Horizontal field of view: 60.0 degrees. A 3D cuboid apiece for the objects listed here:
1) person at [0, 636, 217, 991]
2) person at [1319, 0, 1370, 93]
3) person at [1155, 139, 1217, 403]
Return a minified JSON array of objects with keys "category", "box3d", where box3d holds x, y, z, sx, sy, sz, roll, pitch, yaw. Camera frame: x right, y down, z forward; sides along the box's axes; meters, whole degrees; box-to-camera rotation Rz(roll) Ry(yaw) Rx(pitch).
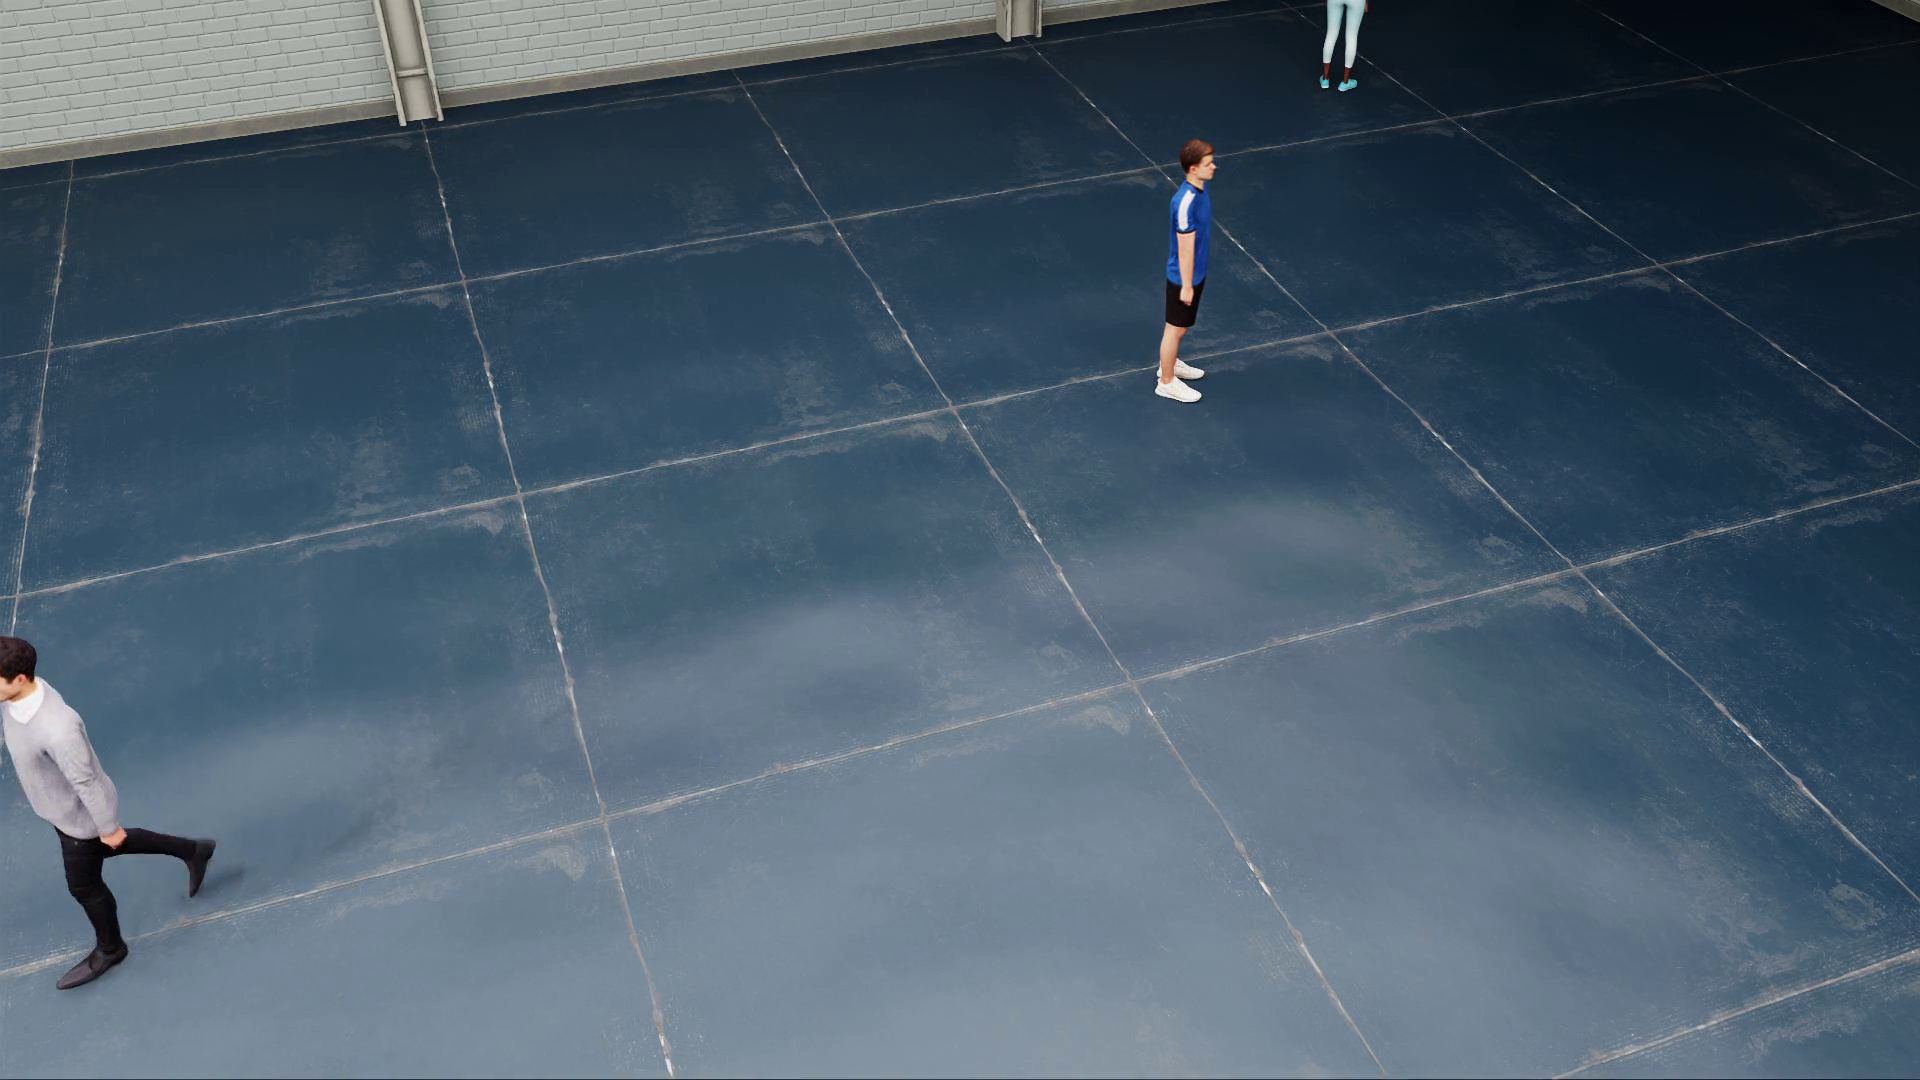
[{"category":"person","box3d":[-3.881,1.118,7.466,1.073,1.932,1.267,30,47,33]},{"category":"person","box3d":[3.620,-5.070,15.543,0.646,1.725,0.712,14,40,17]},{"category":"person","box3d":[1.535,-1.848,11.310,0.764,1.866,0.747,8,39,10]}]
